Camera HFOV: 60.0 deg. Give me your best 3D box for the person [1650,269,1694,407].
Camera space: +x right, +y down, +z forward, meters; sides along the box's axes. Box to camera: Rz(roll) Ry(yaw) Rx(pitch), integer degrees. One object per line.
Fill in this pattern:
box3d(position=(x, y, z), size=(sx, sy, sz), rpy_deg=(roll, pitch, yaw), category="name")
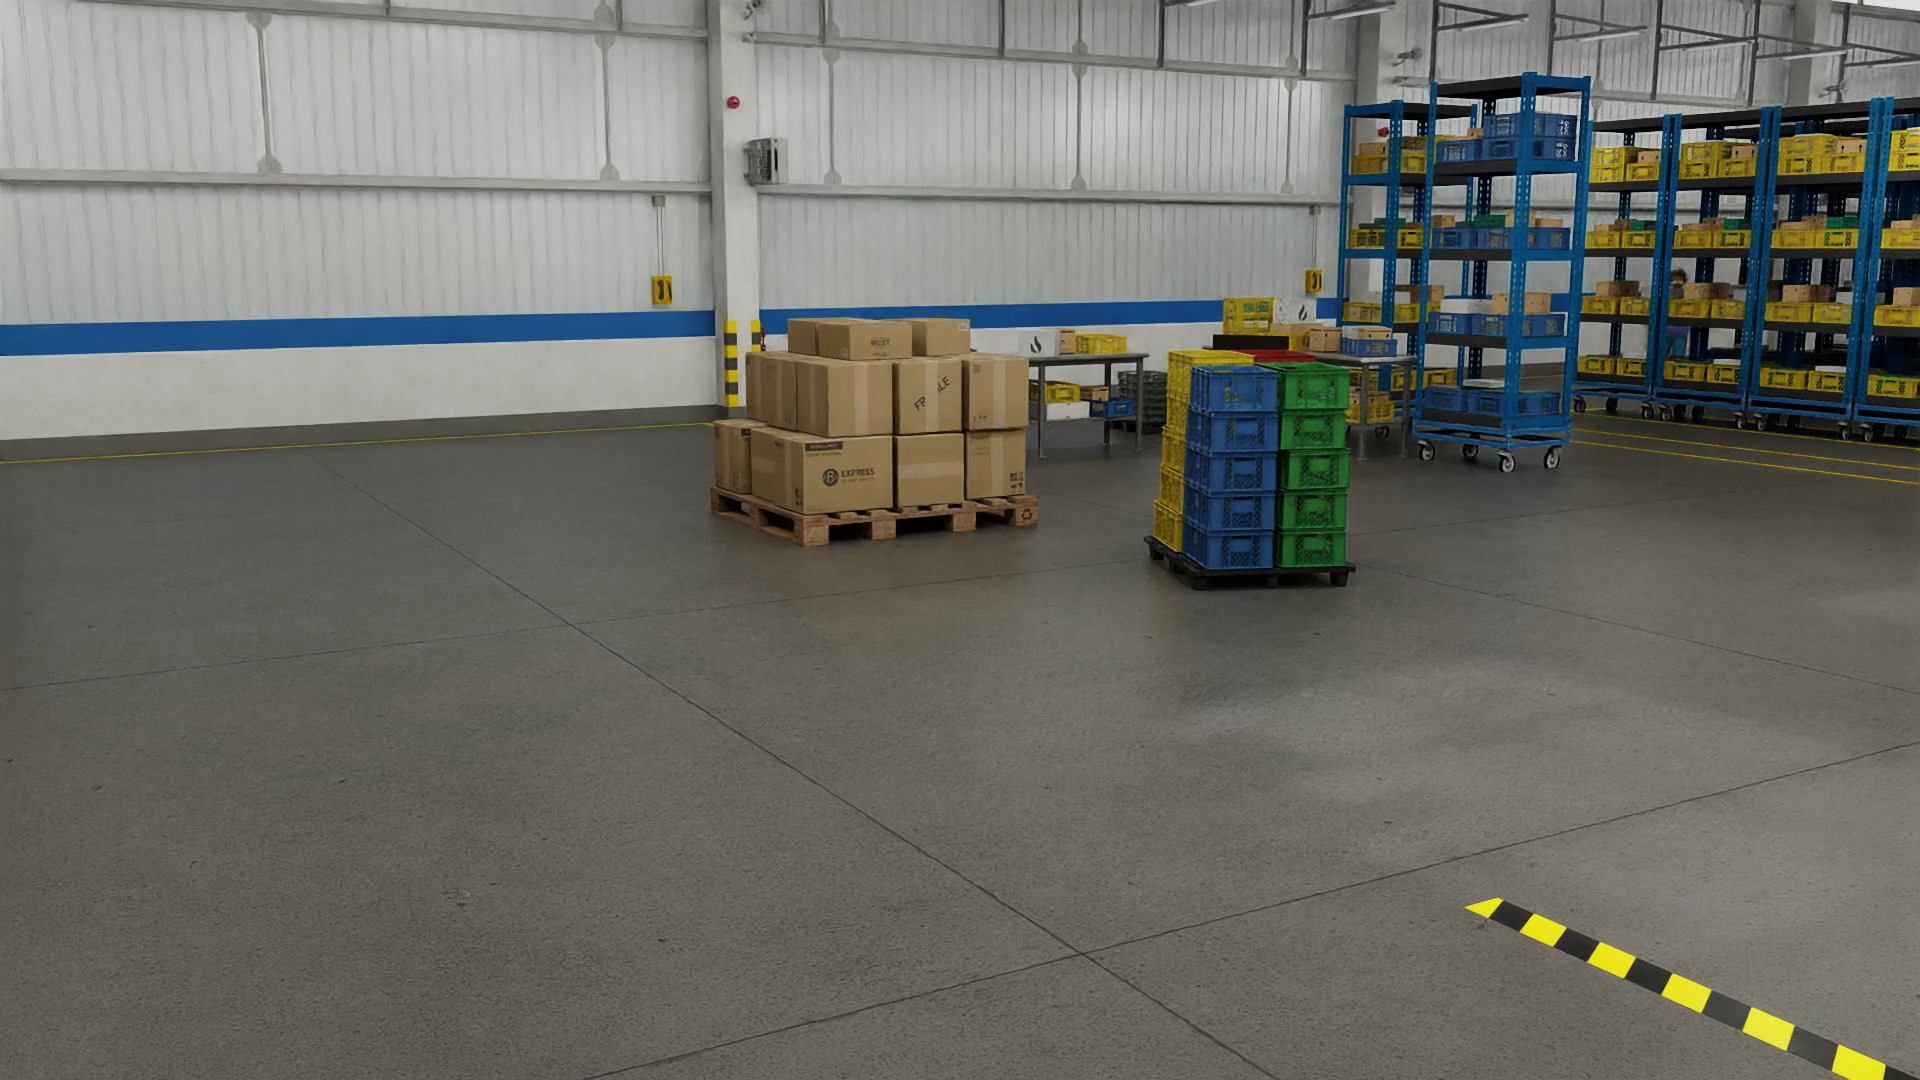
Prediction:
box3d(position=(9.381, -2.672, 21.907), size=(0.575, 1.797, 0.943), rpy_deg=(3, 11, 18), category="person")
